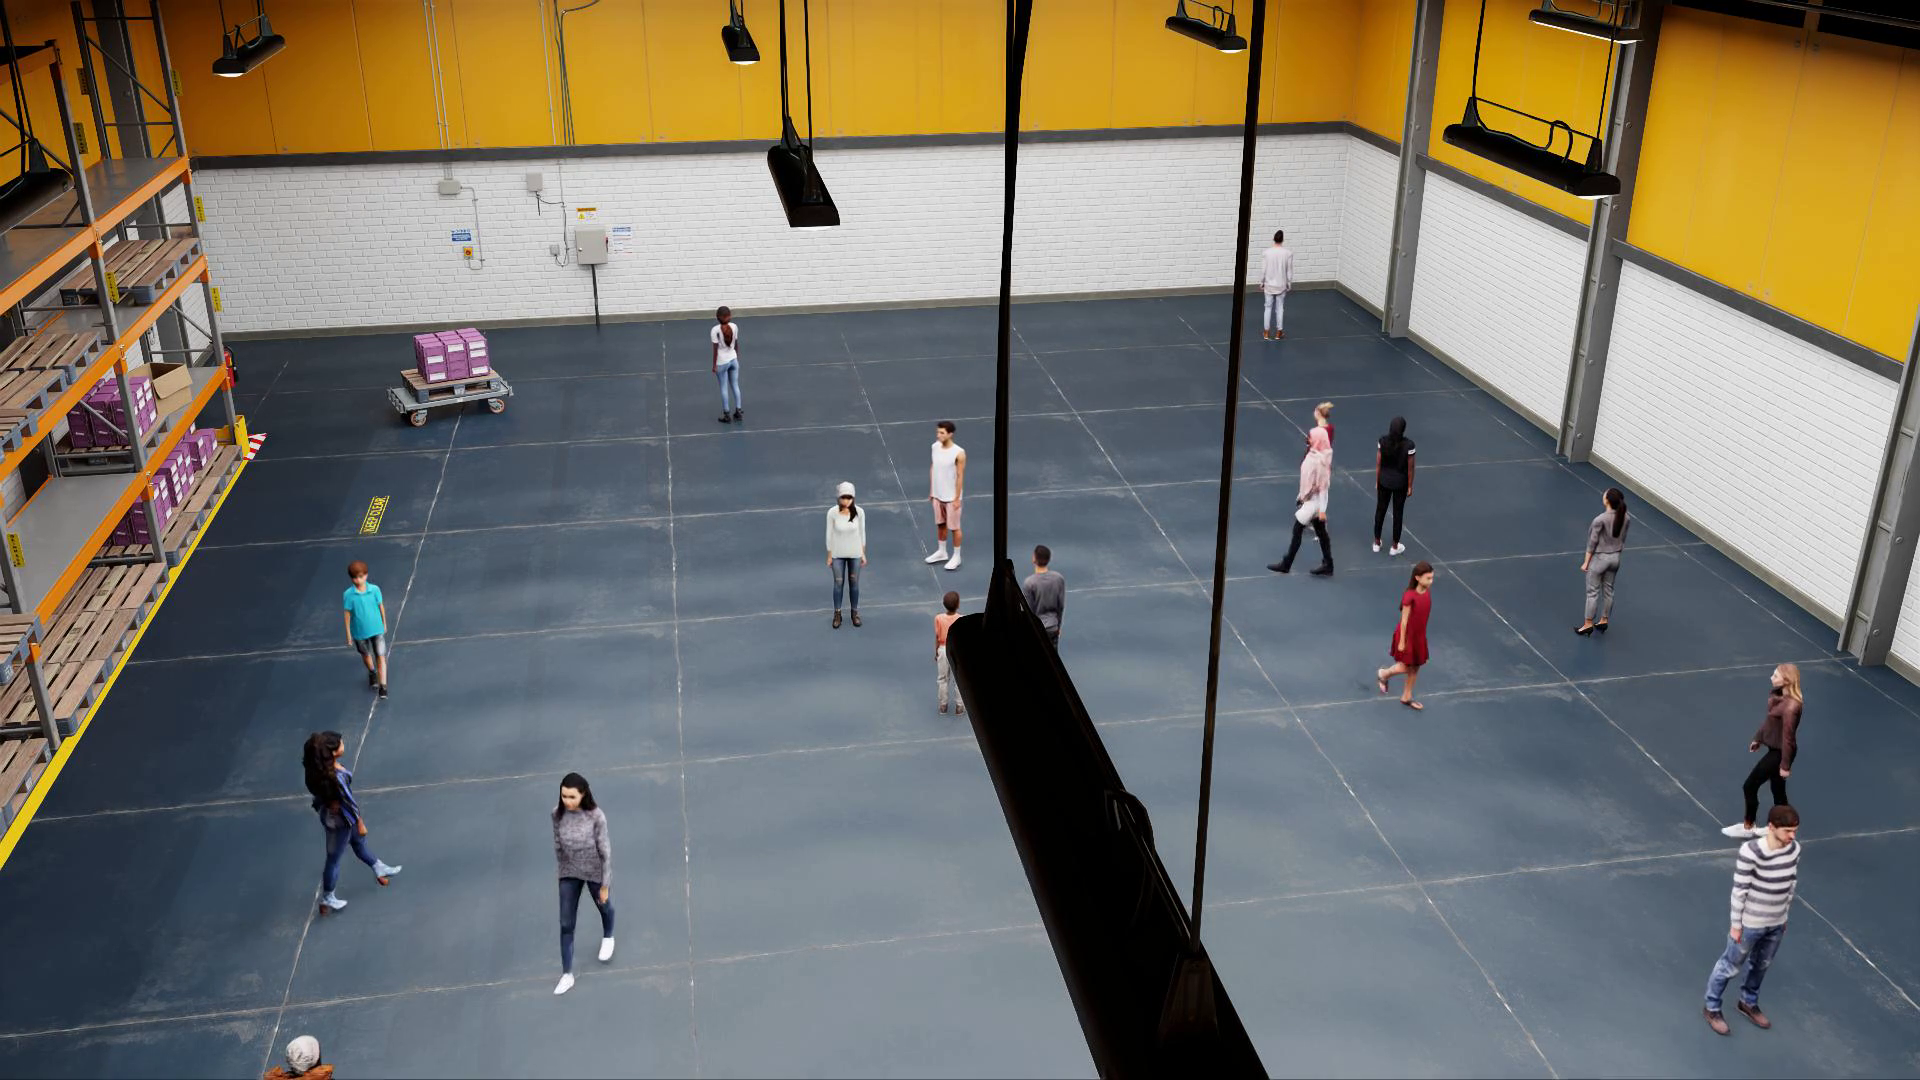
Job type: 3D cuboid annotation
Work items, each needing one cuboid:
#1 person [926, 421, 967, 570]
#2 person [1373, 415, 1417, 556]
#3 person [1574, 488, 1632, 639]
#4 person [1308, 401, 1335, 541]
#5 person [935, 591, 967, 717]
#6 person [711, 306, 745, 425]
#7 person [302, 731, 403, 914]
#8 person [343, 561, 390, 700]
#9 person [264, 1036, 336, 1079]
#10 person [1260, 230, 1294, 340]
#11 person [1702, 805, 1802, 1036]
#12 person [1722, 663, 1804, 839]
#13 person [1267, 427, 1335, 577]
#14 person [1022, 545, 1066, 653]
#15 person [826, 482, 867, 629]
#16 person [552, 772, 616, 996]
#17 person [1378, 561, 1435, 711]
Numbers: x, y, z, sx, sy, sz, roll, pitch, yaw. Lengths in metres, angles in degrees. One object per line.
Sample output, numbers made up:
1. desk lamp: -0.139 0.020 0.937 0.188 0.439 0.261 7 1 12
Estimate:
1. person: -0.138 -0.546 19.286 0.703 1.789 0.790 21 31 39
2. person: 5.116 -0.667 19.642 0.723 1.726 0.773 13 27 27
3. person: 6.826 0.237 17.635 0.657 1.678 0.637 -8 25 -18
4. person: 4.361 -0.825 20.072 0.885 1.672 0.804 10 25 21
5. person: -0.082 1.092 16.138 0.539 1.311 0.553 3 24 8
6. person: -3.354 -2.538 23.933 0.670 1.719 0.680 -19 30 -36
7. person: -4.988 2.253 13.134 0.978 1.588 1.004 -18 30 -36
8. person: -5.904 0.859 16.546 0.644 1.410 0.985 -8 25 -19
9. person: -3.821 3.662 9.871 0.753 1.622 0.794 6 24 13
10. person: 5.269 -4.266 27.732 0.762 1.841 0.722 6 24 13
11. person: 5.681 2.669 11.858 0.658 1.847 0.528 -5 24 -11
12. person: 6.988 1.819 14.011 0.861 1.681 0.813 11 26 23
13. person: 4.159 -0.409 18.995 0.903 1.772 1.019 4 24 9
14. person: 0.789 0.868 16.088 0.671 1.760 0.631 -11 26 -23
15. person: -1.224 0.140 17.889 0.562 1.653 0.476 -4 24 -9
16. person: -2.777 2.463 12.519 0.821 1.697 1.102 3 24 6
17. person: 4.363 0.904 16.279 0.734 1.542 0.867 -16 29 -33
